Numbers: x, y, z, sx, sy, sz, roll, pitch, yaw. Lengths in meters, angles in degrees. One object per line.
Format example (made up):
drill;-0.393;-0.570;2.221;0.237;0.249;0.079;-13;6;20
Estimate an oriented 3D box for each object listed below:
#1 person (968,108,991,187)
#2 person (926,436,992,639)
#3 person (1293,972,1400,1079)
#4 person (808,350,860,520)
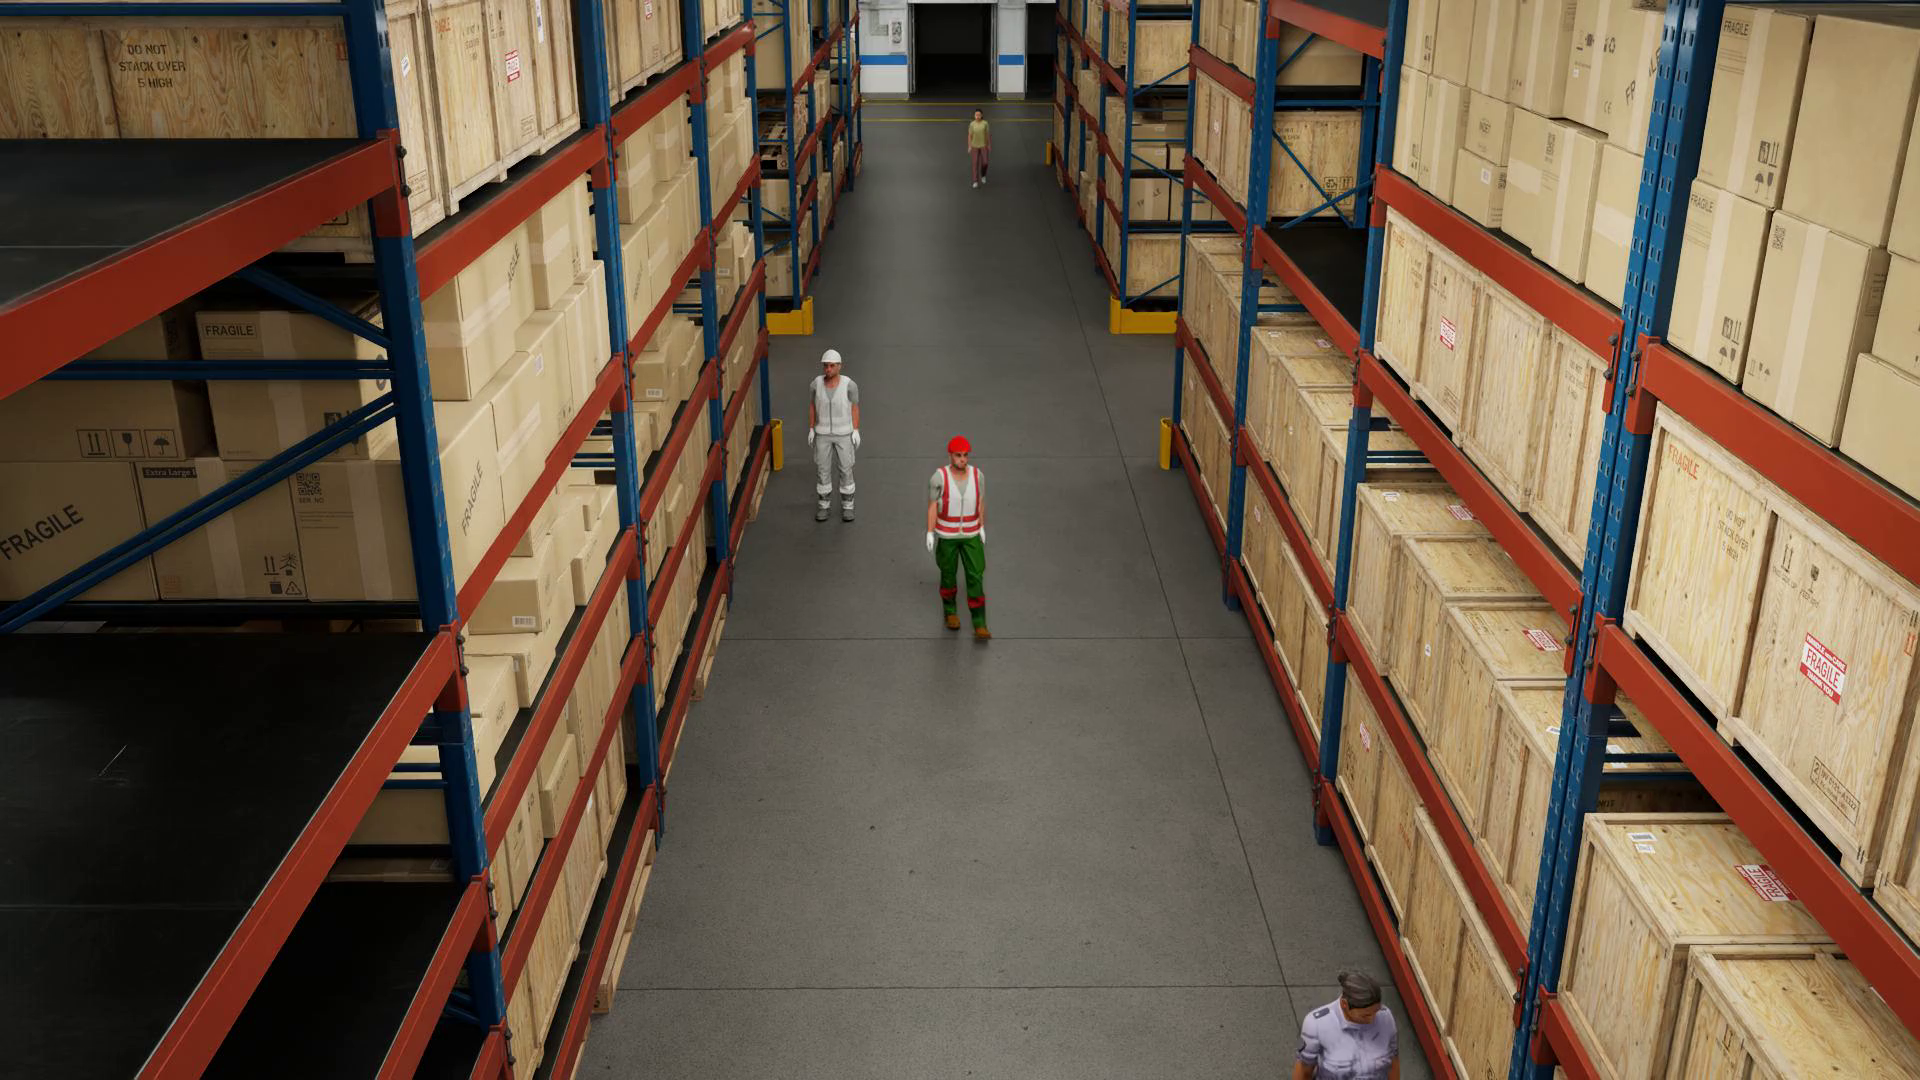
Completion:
person;0.423;-8.579;36.328;0.499;1.680;0.496;1;22;3
person;-0.002;0.006;14.446;0.552;1.777;0.772;-4;22;-10
person;1.825;2.737;7.740;0.519;1.629;0.731;-3;22;-8
person;-1.310;-1.084;17.227;0.549;1.794;0.378;1;22;3
